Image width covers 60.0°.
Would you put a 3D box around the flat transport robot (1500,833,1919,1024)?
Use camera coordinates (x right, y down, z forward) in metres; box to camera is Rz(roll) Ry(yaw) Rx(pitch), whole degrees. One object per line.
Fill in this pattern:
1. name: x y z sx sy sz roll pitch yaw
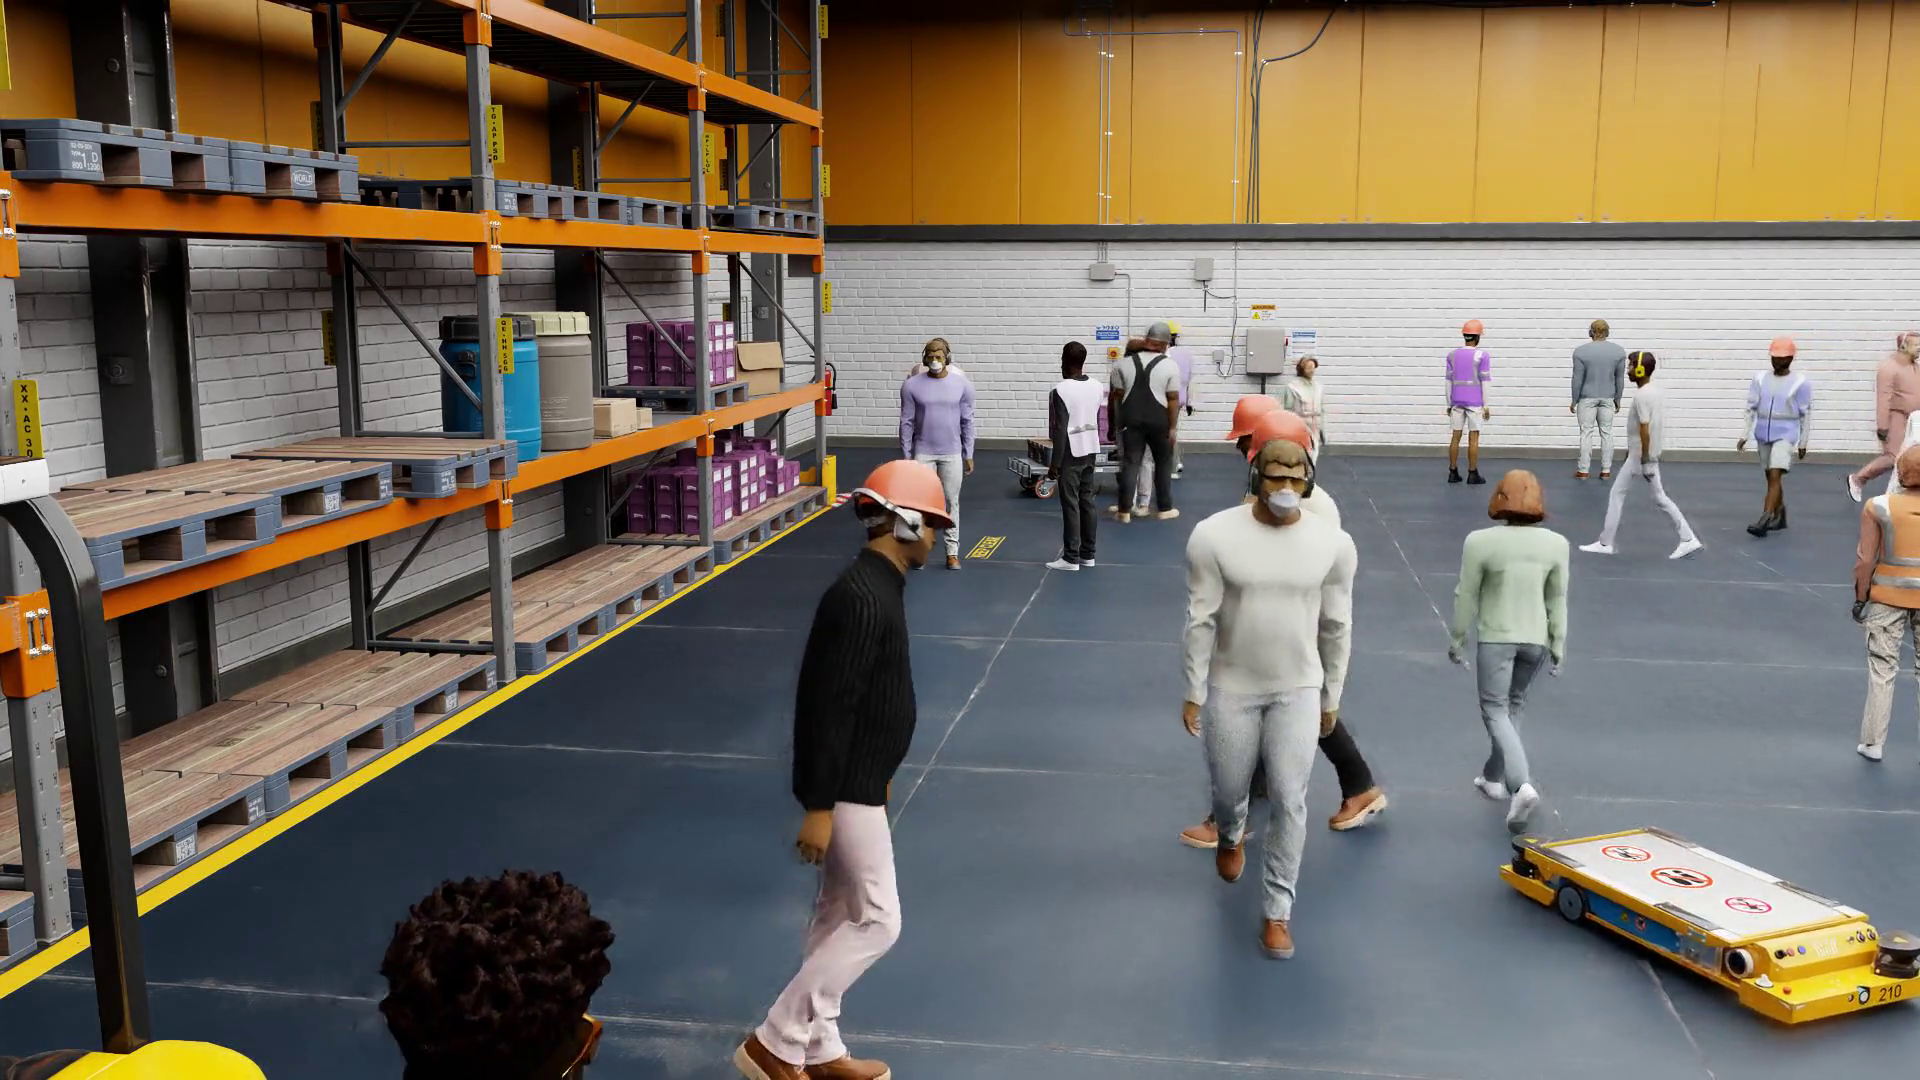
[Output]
1. flat transport robot: 2.756 1.376 6.204 0.652 0.197 1.431 -4 10 -22

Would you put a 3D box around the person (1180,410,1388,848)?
1. person: 1.488 0.383 7.271 1.010 1.927 0.642 -2 10 -14

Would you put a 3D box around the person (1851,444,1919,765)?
1. person: 4.820 0.332 8.444 0.523 1.636 0.311 4 10 23

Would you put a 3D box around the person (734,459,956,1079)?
1. person: -0.309 0.738 4.998 0.637 1.942 0.658 0 9 -3

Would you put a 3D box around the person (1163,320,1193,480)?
1. person: 2.497 -1.675 19.972 0.613 1.909 0.457 -8 12 -41

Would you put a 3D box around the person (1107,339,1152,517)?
1. person: 1.778 -1.143 17.012 0.638 1.824 0.467 7 12 38

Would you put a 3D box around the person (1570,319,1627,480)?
1. person: 7.609 -1.674 19.897 0.629 1.937 0.373 0 9 2

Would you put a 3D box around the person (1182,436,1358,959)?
1. person: 1.153 0.544 6.282 0.633 1.918 0.711 1 9 7

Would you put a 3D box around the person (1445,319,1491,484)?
1. person: 5.991 -1.622 19.580 0.553 1.934 0.380 9 13 44

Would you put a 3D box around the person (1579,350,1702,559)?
1. person: 6.008 -0.743 14.521 0.981 1.829 0.508 9 13 43

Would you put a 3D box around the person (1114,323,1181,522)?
1. person: 1.876 -1.204 16.677 0.703 2.000 0.716 5 10 29

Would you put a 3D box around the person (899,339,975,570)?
1. person: -0.191 -0.710 13.938 0.638 1.938 0.356 0 9 -1

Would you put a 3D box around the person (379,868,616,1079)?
1. person: -0.473 1.272 1.794 0.628 1.910 0.990 1 9 4

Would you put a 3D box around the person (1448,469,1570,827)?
1. person: 2.554 0.482 7.634 0.510 1.600 0.788 -1 9 -5

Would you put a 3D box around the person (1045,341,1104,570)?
1. person: 0.969 -0.702 13.951 0.392 1.920 0.593 8 12 39

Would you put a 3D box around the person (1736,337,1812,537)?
1. person: 7.746 -0.981 15.808 1.009 1.888 0.550 -7 12 -38

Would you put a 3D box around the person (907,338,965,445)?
1. person: -0.225 -1.124 16.839 0.619 1.836 0.431 2 9 10

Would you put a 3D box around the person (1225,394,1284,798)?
1. person: 1.436 0.267 7.951 0.373 1.928 0.543 0 9 2

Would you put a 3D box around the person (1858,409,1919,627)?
1. person: 6.855 -0.289 11.686 0.988 1.840 0.579 -1 9 -3

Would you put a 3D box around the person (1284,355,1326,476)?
1. person: 3.566 -1.121 17.418 0.514 1.630 0.444 -5 10 -27

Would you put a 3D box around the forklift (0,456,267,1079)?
1. forklift: -2.328 0.975 2.765 2.313 2.155 1.214 1 9 9

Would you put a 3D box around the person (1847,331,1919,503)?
1. person: 9.795 -1.245 17.409 0.646 1.886 0.689 -6 11 -32
